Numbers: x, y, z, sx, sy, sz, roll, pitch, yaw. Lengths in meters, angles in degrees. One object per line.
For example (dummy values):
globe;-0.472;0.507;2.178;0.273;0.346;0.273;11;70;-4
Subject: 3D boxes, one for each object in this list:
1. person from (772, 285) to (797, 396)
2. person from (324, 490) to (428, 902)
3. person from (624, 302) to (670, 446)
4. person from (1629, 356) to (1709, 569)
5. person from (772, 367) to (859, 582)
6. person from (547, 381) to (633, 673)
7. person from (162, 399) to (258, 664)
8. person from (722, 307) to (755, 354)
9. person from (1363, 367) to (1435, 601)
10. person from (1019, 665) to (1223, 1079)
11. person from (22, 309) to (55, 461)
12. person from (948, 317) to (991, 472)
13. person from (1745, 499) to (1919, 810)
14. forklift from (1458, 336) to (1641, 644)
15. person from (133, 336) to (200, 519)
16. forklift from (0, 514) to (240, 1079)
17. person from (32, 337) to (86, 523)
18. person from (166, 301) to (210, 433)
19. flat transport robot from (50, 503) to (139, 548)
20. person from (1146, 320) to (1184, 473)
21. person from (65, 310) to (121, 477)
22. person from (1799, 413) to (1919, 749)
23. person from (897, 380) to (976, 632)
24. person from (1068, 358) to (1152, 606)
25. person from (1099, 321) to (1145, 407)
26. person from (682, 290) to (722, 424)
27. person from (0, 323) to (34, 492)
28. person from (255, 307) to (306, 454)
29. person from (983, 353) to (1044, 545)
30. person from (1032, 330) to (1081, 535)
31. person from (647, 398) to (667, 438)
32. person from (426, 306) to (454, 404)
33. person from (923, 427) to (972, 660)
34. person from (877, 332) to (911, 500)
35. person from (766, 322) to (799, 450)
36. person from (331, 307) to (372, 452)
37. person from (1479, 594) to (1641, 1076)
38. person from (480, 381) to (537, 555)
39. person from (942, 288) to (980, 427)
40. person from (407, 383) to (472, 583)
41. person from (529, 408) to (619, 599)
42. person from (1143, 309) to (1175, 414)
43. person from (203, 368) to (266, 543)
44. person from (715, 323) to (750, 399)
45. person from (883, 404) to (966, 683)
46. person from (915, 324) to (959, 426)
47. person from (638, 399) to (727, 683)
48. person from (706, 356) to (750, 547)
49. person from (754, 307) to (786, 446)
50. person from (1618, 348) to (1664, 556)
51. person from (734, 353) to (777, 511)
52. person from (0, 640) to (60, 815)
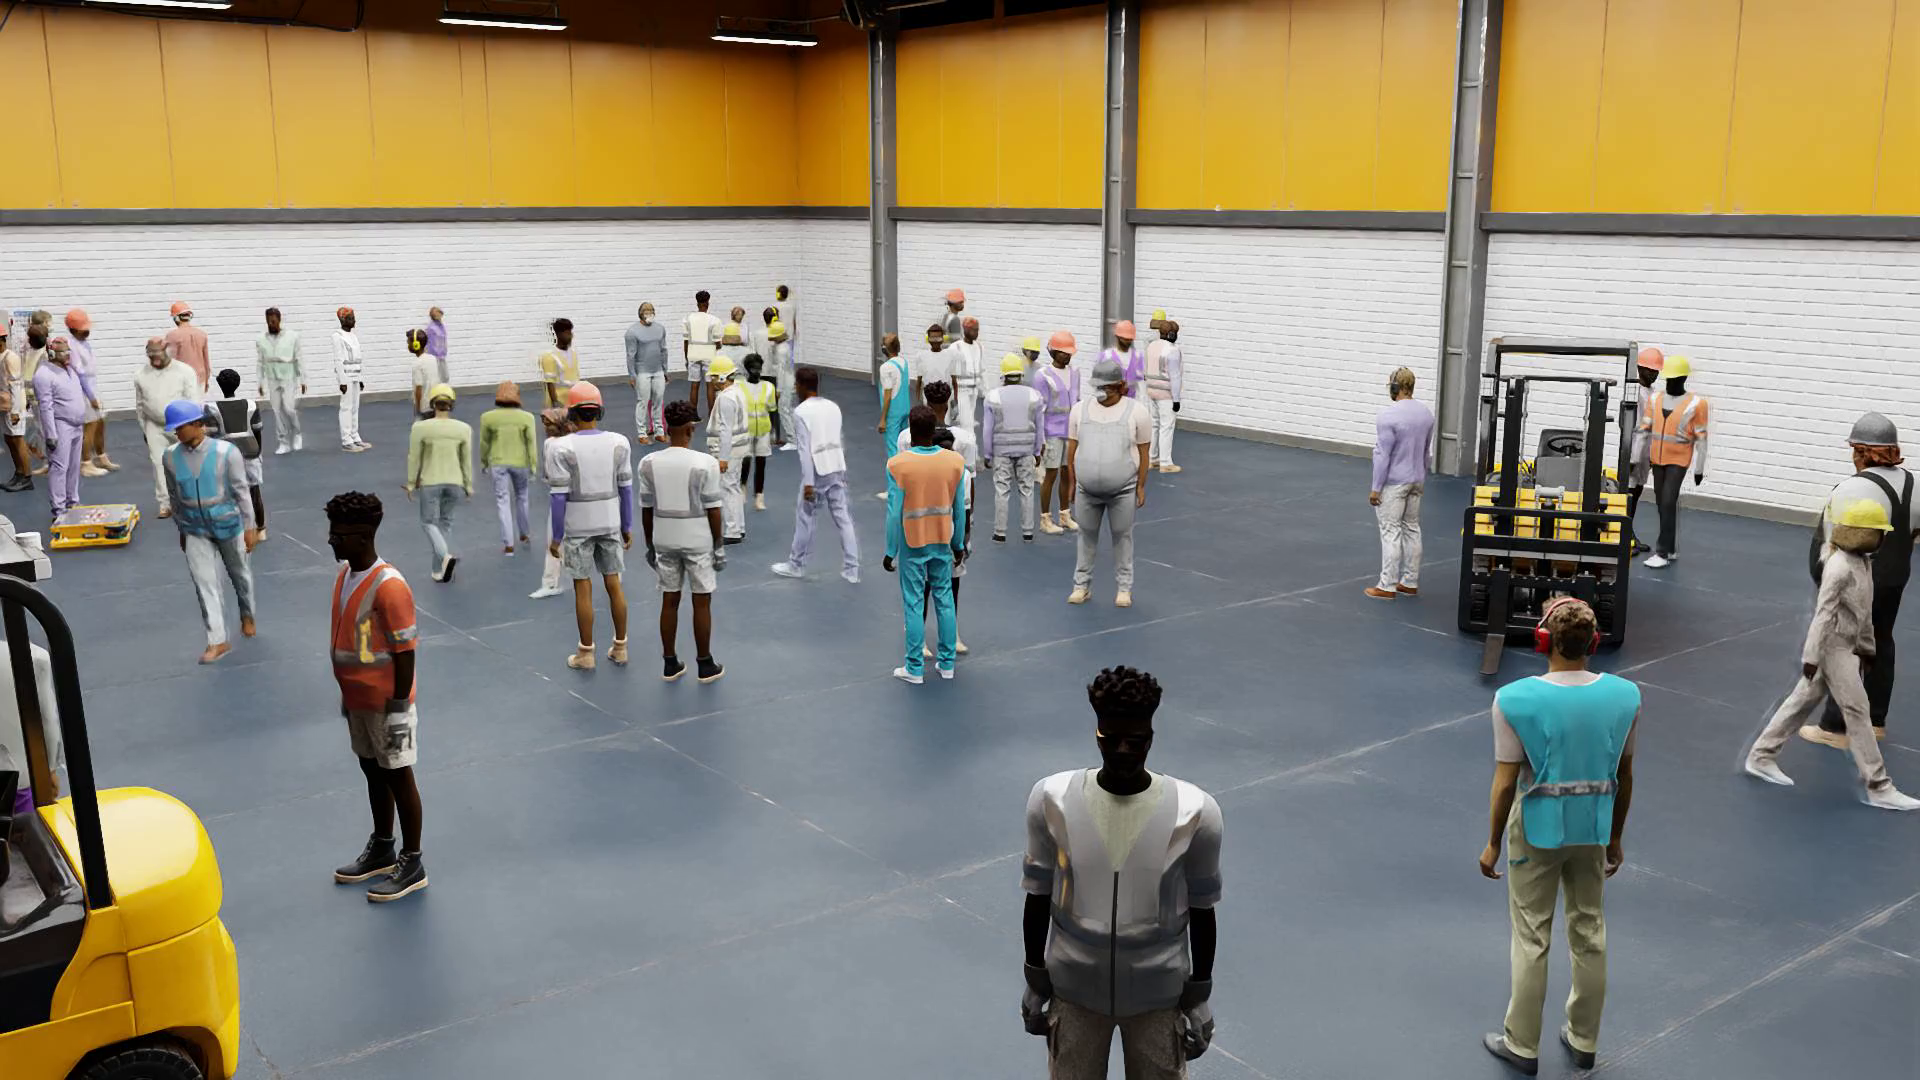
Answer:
person;-2.987;-3.336;27.827;0.532;1.840;0.781;-8;14;-33
person;-2.778;0.729;7.894;0.373;1.966;0.607;-11;16;-42
person;-4.172;-2.222;22.255;0.386;1.927;0.640;11;16;42
person;6.305;-0.700;14.946;0.716;1.901;0.608;-6;13;-28
person;-1.224;-0.565;14.447;0.844;1.857;0.621;8;14;35
person;-2.600;-0.094;11.684;0.614;2.040;0.391;-8;14;-35
person;-5.455;-0.117;12.188;0.628;1.892;0.991;-1;12;-7
person;-3.387;-2.801;25.784;0.521;1.612;0.657;-11;16;-42
person;3.637;-0.458;13.737;0.632;1.930;0.376;-8;14;-35
person;0.474;1.327;5.006;0.607;1.966;0.366;2;12;10
person;-11.376;-1.897;20.687;0.437;1.922;0.654;-2;12;-9
person;0.190;-1.755;20.148;0.803;1.854;0.598;10;16;41
person;4.858;0.601;9.179;0.920;1.689;0.499;9;15;38
forklift;4.683;-0.471;13.136;1.214;2.155;2.313;4;12;20
person;-8.293;-1.210;17.475;0.635;1.883;0.849;-3;12;-14
forklift;-3.687;1.115;5.480;2.313;2.155;1.214;-9;15;-36
person;-9.115;-1.117;16.958;0.402;1.906;0.652;0;12;-2
person;-9.925;-2.069;21.387;0.410;1.980;0.627;5;13;24
flat transport robot;-8.468;-0.159;16.298;0.652;0.197;1.431;-5;13;-21
person;2.483;-1.736;20.125;0.429;1.837;0.633;-5;13;-25
person;-10.401;-1.743;19.800;0.385;1.997;0.683;-2;12;-9
person;5.432;0.236;10.098;0.688;2.000;0.536;-5;13;-24
person;-0.183;-0.229;12.574;0.610;1.952;0.387;-2;12;-10
person;1.187;-0.468;13.497;0.684;2.000;0.536;4;12;17
person;1.909;-1.590;19.304;0.547;1.877;0.992;-5;13;-22
person;-3.752;-2.663;24.310;0.599;1.959;0.375;1;12;7
person;-10.777;-1.505;18.794;0.549;1.925;0.391;10;16;41
person;-8.785;-2.059;21.513;0.628;1.903;0.454;1;12;3
person;0.503;-0.863;15.900;0.588;1.837;0.404;-2;12;-10
person;0.988;-1.052;16.360;0.612;2.029;0.409;-11;16;-43
person;-4.252;-2.220;22.974;0.283;1.628;0.506;-10;15;-40
person;-8.201;-2.872;26.140;0.385;1.607;0.568;2;12;8
person;-0.153;0.020;11.997;0.531;1.689;0.322;-7;14;-30
person;-0.724;-1.351;18.242;0.348;1.842;0.506;7;13;30
person;-2.307;-2.028;21.850;0.440;1.698;0.595;0;12;-1
person;-7.978;-2.099;21.755;0.355;1.883;0.575;0;12;2
person;2.251;1.126;6.270;0.564;1.846;0.393;-1;12;-7
person;-4.246;-0.696;15.663;0.517;1.591;0.818;-3;12;-15
person;-0.160;-2.600;23.853;0.851;2.022;0.615;-2;12;-7
person;-4.413;-0.462;14.239;0.564;1.731;0.624;-7;14;-32
person;-3.226;-0.336;13.971;0.565;1.582;0.896;8;14;33
person;2.791;-2.382;23.461;0.493;1.743;0.295;-4;12;-19
person;-6.901;-0.784;15.855;0.533;1.697;0.322;-9;15;-36
person;-2.883;-1.880;21.067;0.489;1.728;0.495;-5;13;-24
person;-0.235;0.030;11.391;0.599;1.915;0.376;-6;13;-26
person;-0.266;-1.576;19.292;0.506;1.864;0.332;0;12;0
person;-1.887;0.015;11.383;0.604;1.955;0.395;3;12;16
person;-2.213;-0.849;15.883;0.403;1.817;0.601;0;12;1
person;-2.552;-2.190;22.272;0.536;1.853;0.347;8;14;34
person;6.319;-0.820;15.452;0.370;1.933;0.550;11;16;43
person;-2.179;-1.137;17.571;0.549;1.684;0.363;-5;13;-25
person;-4.149;1.000;7.104;0.342;1.751;0.563;11;16;43
